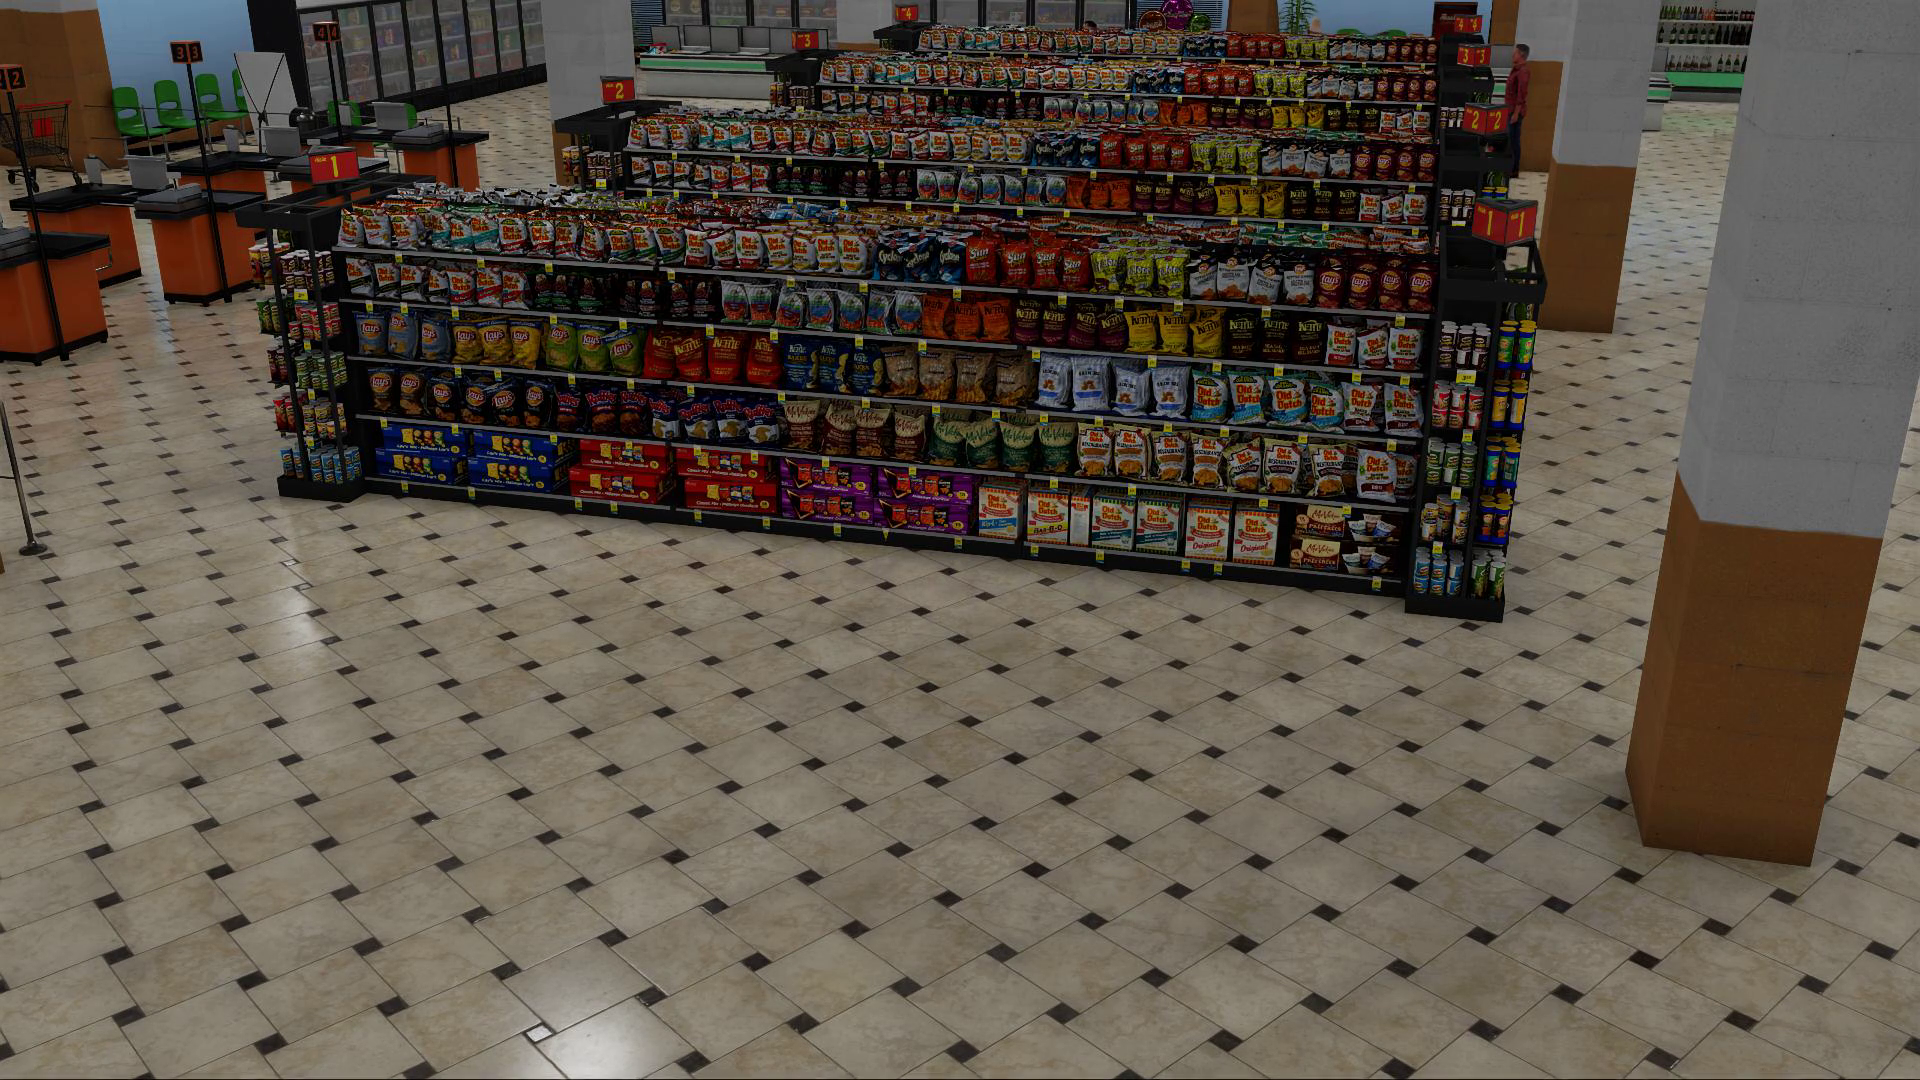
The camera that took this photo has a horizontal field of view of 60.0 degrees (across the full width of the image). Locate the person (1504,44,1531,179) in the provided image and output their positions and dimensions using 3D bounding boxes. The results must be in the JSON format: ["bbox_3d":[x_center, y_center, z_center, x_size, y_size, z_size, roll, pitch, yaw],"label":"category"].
[{"bbox_3d":[7.868,-6.069,23.518,0.536,1.830,0.676,5,22,13],"label":"person"}]
